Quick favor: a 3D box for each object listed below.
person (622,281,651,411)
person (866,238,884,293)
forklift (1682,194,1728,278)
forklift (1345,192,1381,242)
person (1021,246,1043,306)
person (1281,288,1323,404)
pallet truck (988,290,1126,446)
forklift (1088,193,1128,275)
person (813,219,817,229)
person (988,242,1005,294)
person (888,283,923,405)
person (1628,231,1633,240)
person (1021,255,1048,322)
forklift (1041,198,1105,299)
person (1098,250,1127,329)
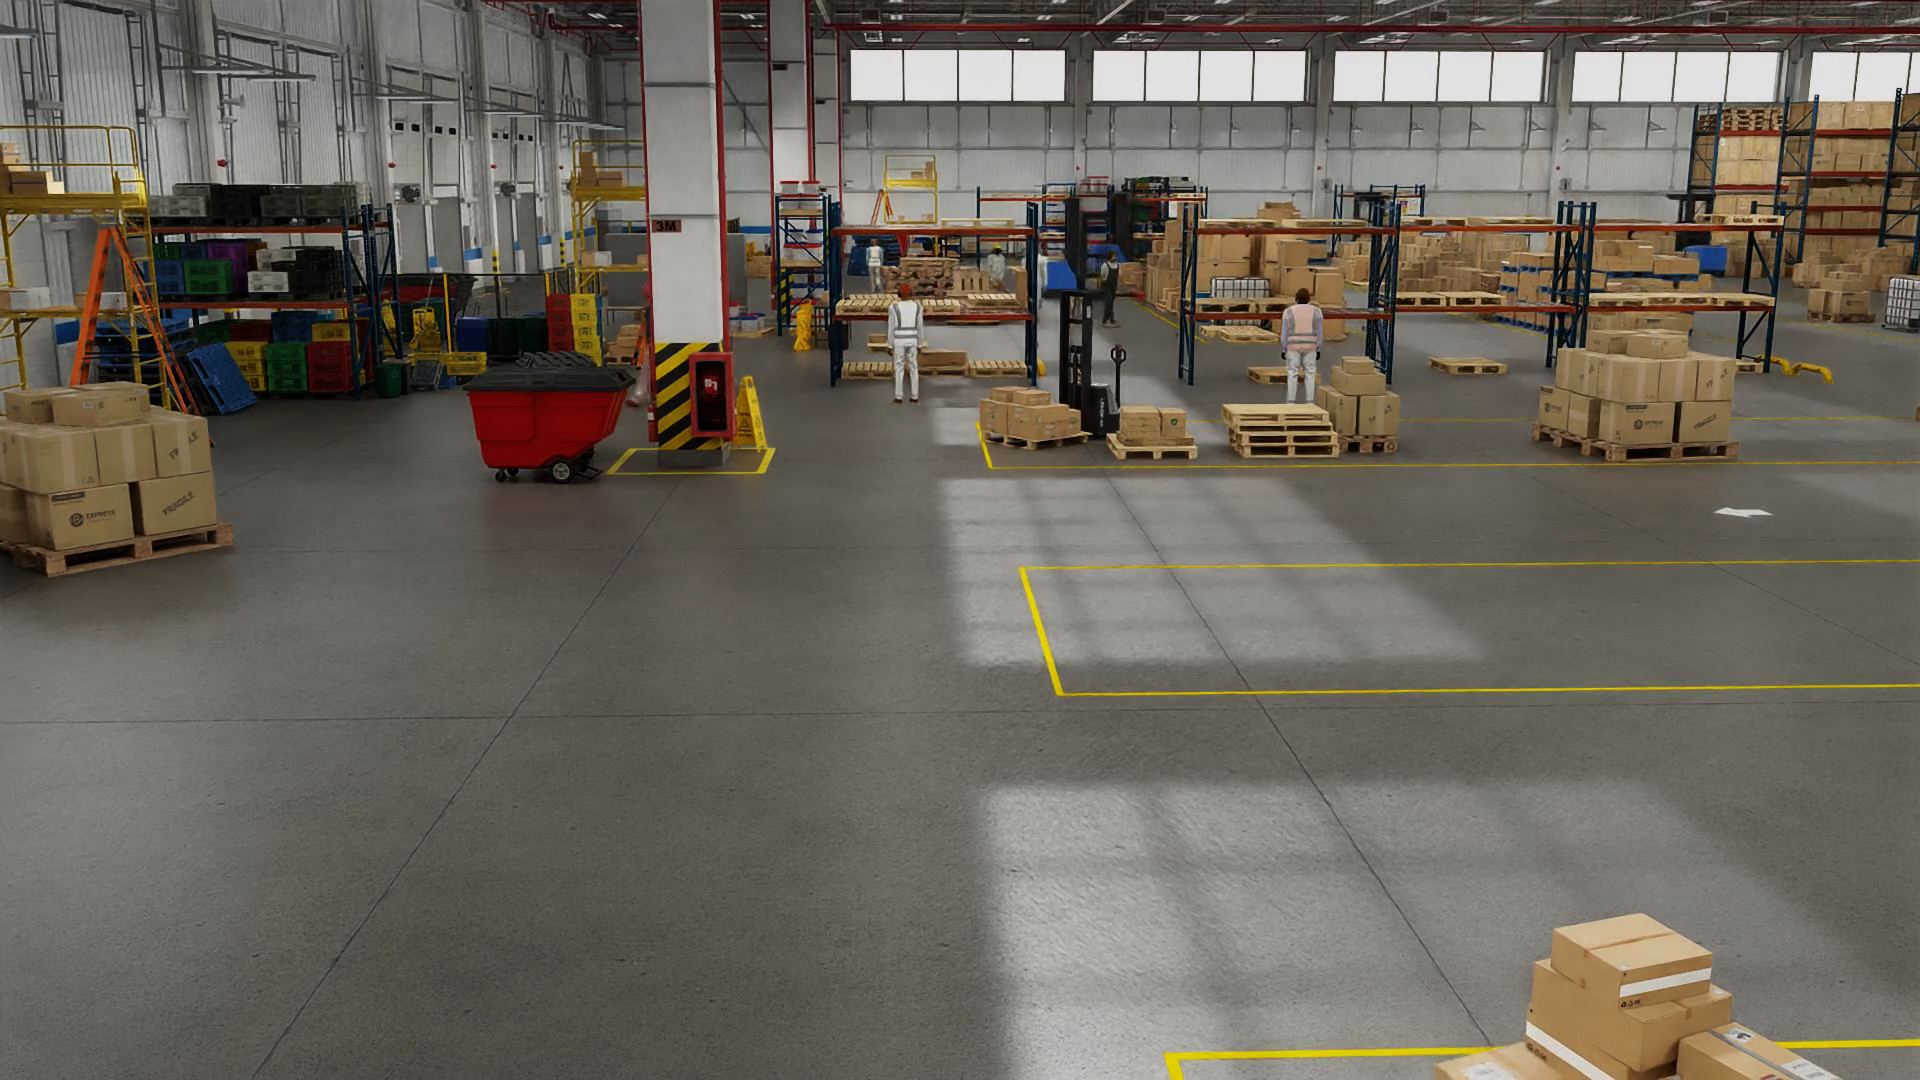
[{"bbox_3d":[-4.608,-2.873,24.808,0.994,1.943,0.651,-11,16,-39],"label":"person"},{"bbox_3d":[-2.530,-8.153,49.377,0.540,1.621,0.347,-1,13,-2],"label":"person"},{"bbox_3d":[24.878,-10.269,56.087,1.129,2.768,1.873,-4,13,-18],"label":"forklift"},{"bbox_3d":[14.673,-11.186,60.224,1.129,2.768,1.873,0,12,-2],"label":"forklift"},{"bbox_3d":[1.923,-7.114,44.048,0.637,1.920,0.829,-4,13,-16],"label":"person"},{"bbox_3d":[5.134,-2.865,25.023,0.625,1.844,0.429,1,13,4],"label":"person"},{"bbox_3d":[1.257,-2.299,22.111,1.885,1.965,0.823,-9,15,-35],"label":"pallet truck"},{"bbox_3d":[5.431,-10.447,56.891,1.873,2.768,1.129,-2,13,-9],"label":"forklift"},{"bbox_3d":[-5.274,-10.752,60.489,0.836,1.903,0.573,-4,13,-19],"label":"person"},{"bbox_3d":[0.942,-7.039,44.132,0.480,1.721,0.727,-3,13,-14],"label":"person"},{"bbox_3d":[-0.841,-3.019,25.650,0.568,1.878,0.351,-5,14,-23],"label":"person"},{"bbox_3d":[19.567,-8.114,48.602,0.624,1.899,0.687,-7,14,-27],"label":"person"},{"bbox_3d":[1.724,-6.024,39.213,0.652,1.880,1.035,4,13,17],"label":"person"},{"bbox_3d":[3.114,-8.205,46.768,1.873,2.768,1.129,0,12,-2],"label":"forklift"},{"bbox_3d":[3.509,-5.742,38.123,0.512,1.792,0.946,-8,15,-34],"label":"person"}]
